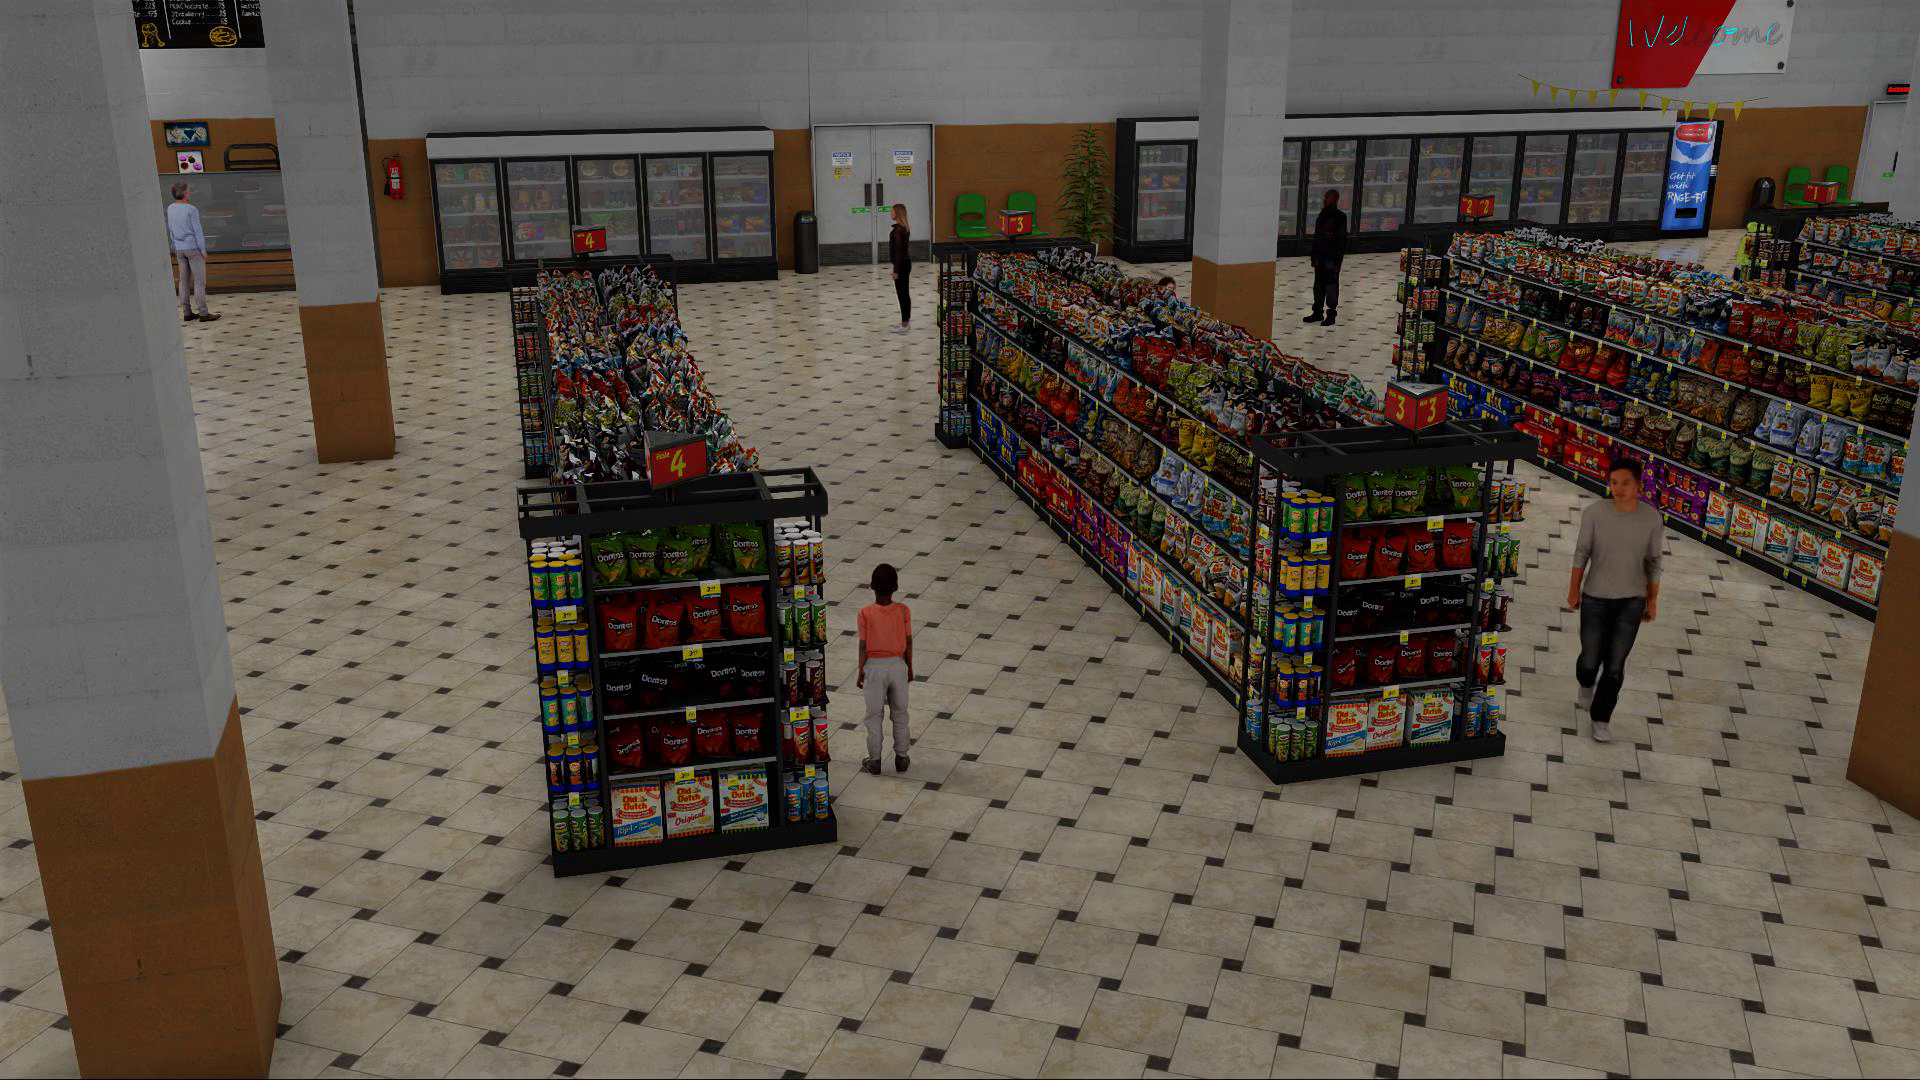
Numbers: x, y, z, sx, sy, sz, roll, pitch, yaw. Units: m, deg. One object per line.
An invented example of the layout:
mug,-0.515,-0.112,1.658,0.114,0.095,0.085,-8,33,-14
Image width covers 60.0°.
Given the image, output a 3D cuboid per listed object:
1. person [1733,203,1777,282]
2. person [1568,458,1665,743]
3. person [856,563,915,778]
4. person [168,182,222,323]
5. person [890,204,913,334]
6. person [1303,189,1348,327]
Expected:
person,9.540,-3.075,20.088,0.905,1.982,0.719,1,19,3
person,4.033,0.330,10.290,0.853,1.792,0.931,5,19,13
person,-0.439,0.758,9.771,0.497,1.311,0.474,-4,19,-11
person,-10.604,-3.967,22.874,0.748,1.892,0.767,6,20,18
person,-0.771,-3.623,22.150,0.737,1.703,0.603,4,19,12
person,5.028,-3.870,22.693,0.843,1.825,0.679,-13,22,-33
